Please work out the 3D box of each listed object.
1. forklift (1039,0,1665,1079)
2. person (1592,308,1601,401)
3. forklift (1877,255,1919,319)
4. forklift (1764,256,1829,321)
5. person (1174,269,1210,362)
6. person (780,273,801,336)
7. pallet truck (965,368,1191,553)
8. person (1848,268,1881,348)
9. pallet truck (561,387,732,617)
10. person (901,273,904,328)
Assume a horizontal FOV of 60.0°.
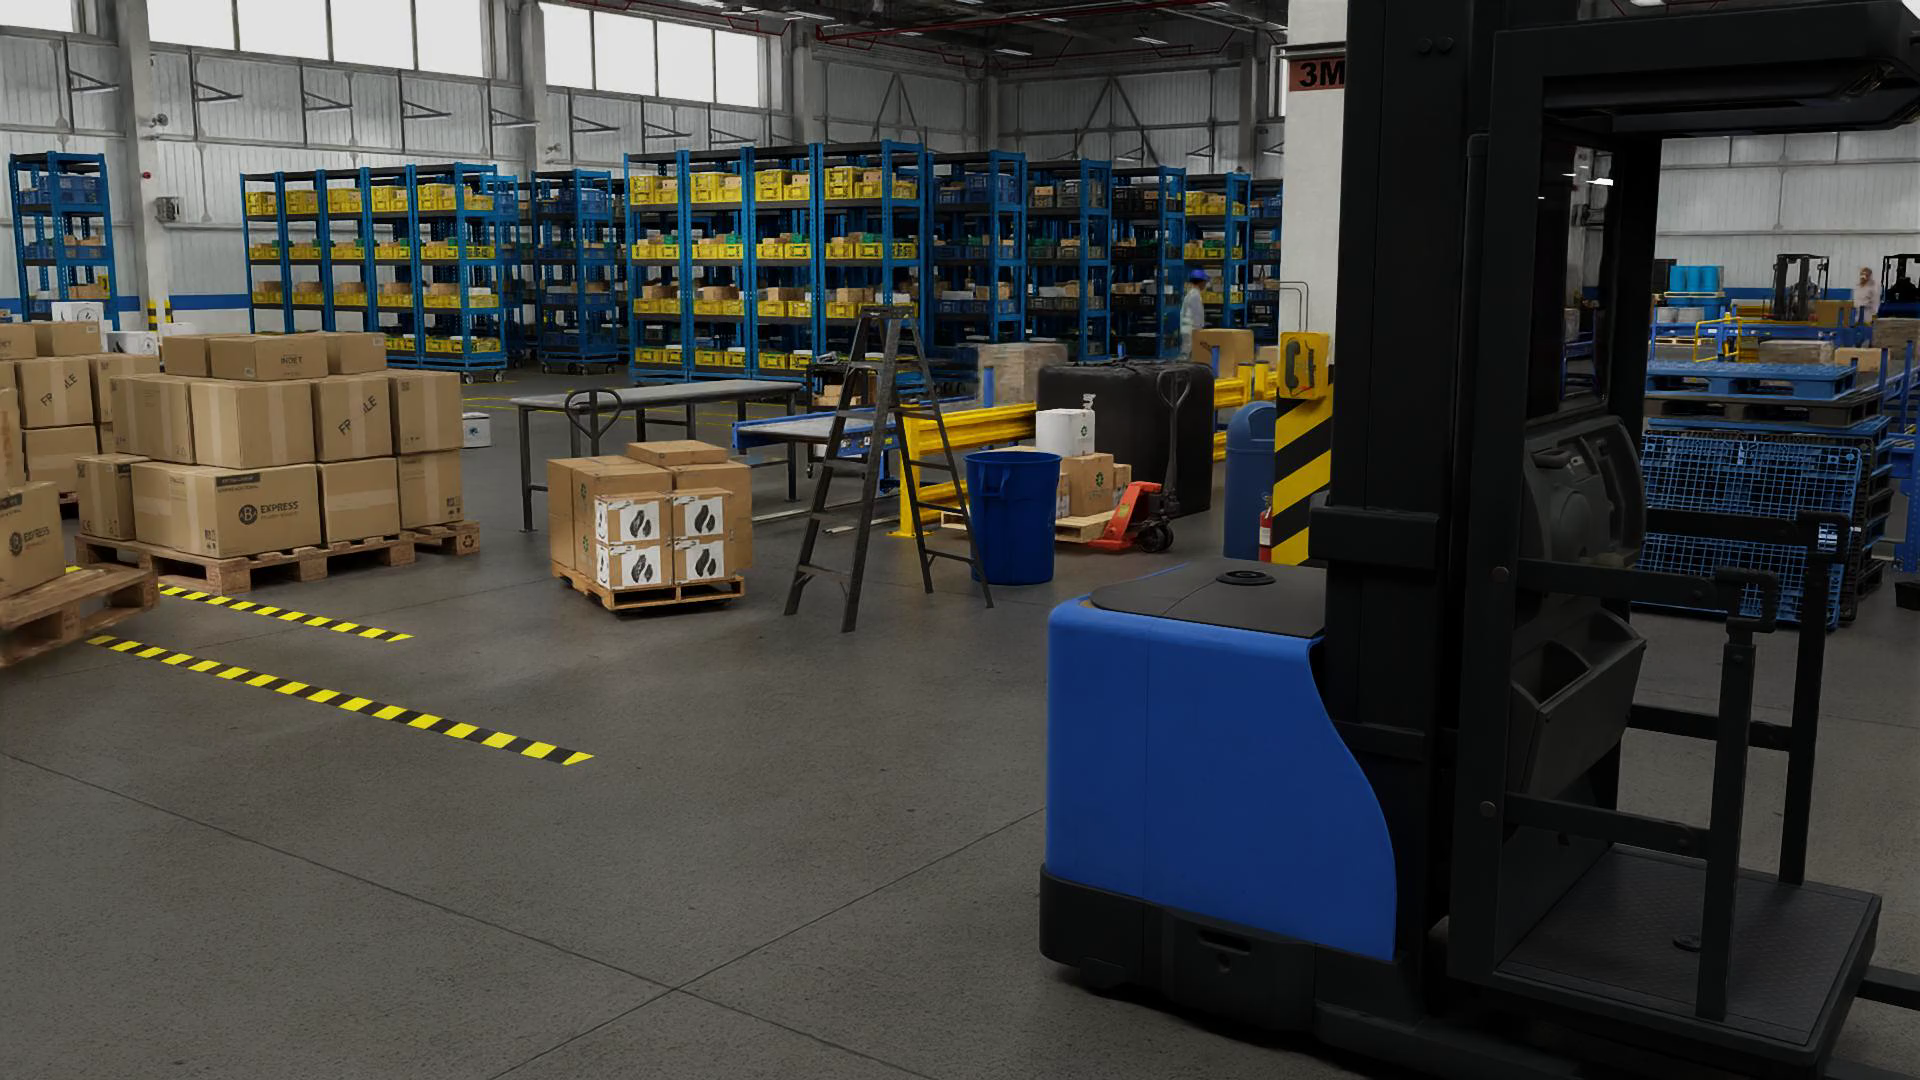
[{"bbox_3d":[1.249,-0.137,4.360,1.873,2.768,1.129,7,12,35],"label":"forklift"},{"bbox_3d":[8.640,-2.524,22.010,0.537,1.721,0.873,4,10,25],"label":"person"},{"bbox_3d":[22.089,-5.634,38.796,1.157,1.987,2.680,6,11,33],"label":"forklift"},{"bbox_3d":[20.253,-5.854,40.139,1.157,1.987,2.680,7,12,35],"label":"forklift"},{"bbox_3d":[3.417,-3.105,24.971,0.815,1.896,0.727,1,10,4],"label":"person"},{"bbox_3d":[-3.286,-4.310,32.389,0.605,1.812,0.618,6,11,32],"label":"person"},{"bbox_3d":[0.845,-0.609,11.869,1.630,1.274,0.653,7,12,35],"label":"pallet truck"},{"bbox_3d":[17.574,-4.339,32.389,0.435,1.886,0.745,-4,10,-20],"label":"person"},{"bbox_3d":[-1.981,-0.274,10.088,0.680,1.201,1.601,-5,11,-28],"label":"pallet truck"},{"bbox_3d":[-1.381,-4.965,36.188,0.567,1.846,0.389,-3,10,-16],"label":"person"}]
